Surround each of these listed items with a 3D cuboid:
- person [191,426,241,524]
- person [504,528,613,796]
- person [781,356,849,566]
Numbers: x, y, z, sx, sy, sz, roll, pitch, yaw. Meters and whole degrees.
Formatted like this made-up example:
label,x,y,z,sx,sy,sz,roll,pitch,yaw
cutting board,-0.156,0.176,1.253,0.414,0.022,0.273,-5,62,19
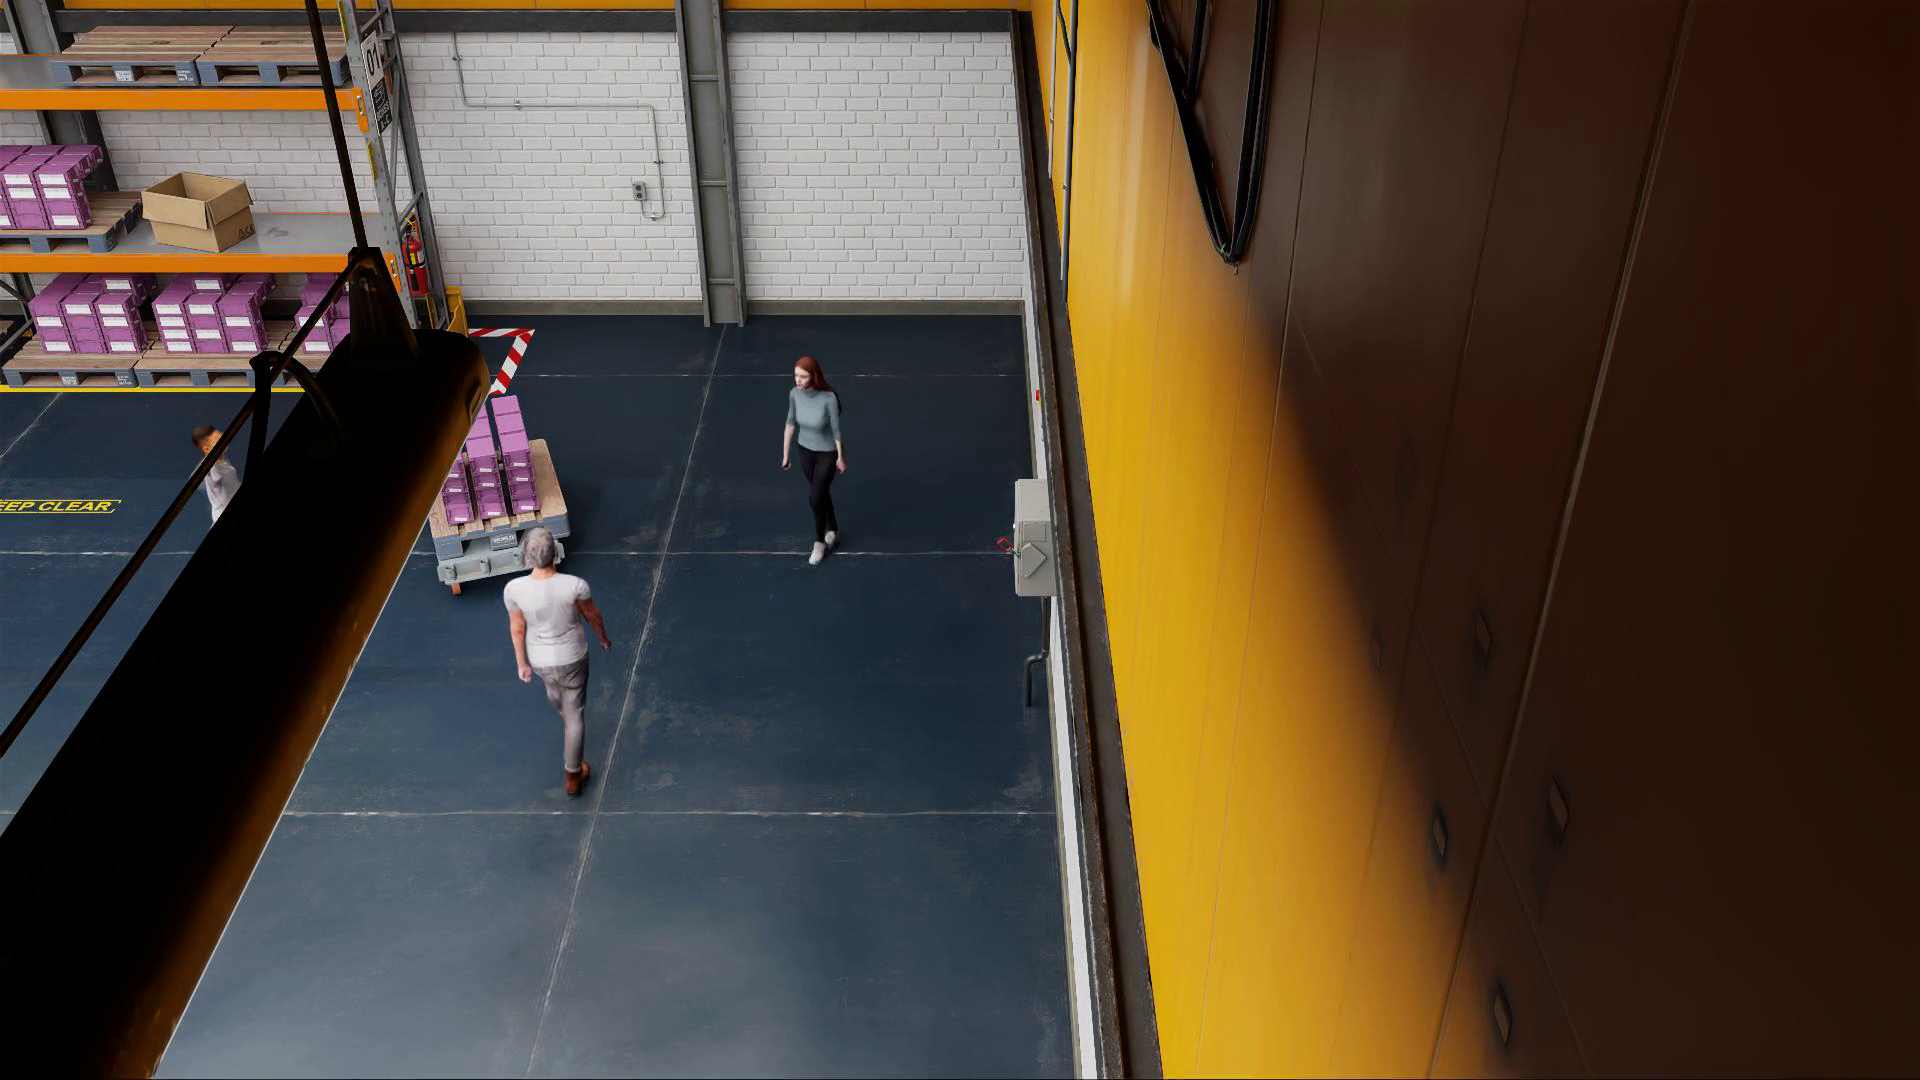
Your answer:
label,x,y,z,sx,sy,sz,roll,pitch,yaw
person,-5.492,-0.264,12.463,0.570,1.460,0.612,-7,34,-11
person,-2.551,0.819,10.547,1.087,1.776,0.791,1,34,2
person,-1.046,-0.675,12.841,0.788,1.725,0.841,18,37,24
